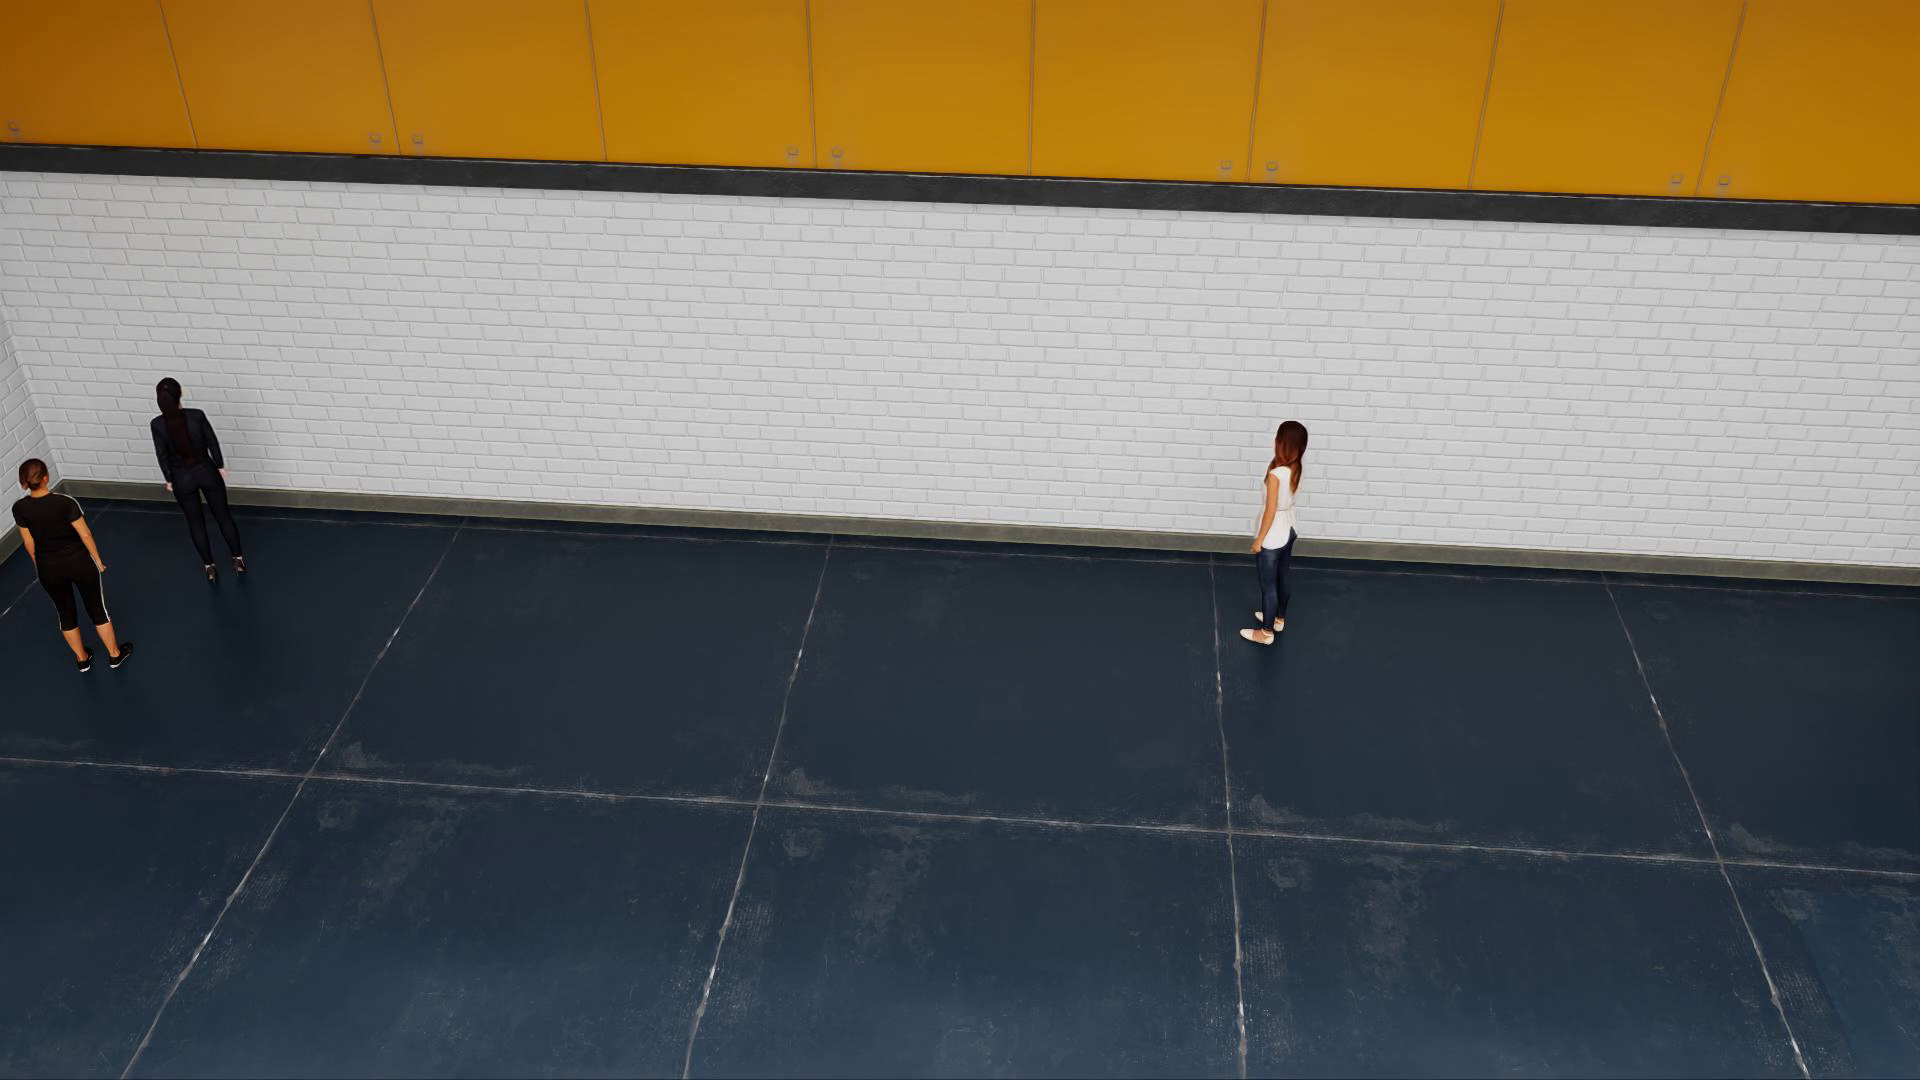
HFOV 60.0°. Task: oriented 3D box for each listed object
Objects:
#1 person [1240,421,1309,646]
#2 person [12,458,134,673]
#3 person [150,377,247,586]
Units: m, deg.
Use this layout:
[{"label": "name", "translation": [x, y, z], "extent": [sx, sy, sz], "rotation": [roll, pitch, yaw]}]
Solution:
[{"label": "person", "translation": [2.244, -0.051, 11.693], "extent": [0.727, 1.785, 0.632], "rotation": [24, 40, 31]}, {"label": "person", "translation": [-6.167, 0.168, 11.468], "extent": [0.637, 1.669, 0.593], "rotation": [-6, 34, -9]}, {"label": "person", "translation": [-5.670, -0.450, 12.360], "extent": [0.647, 1.711, 0.655], "rotation": [-15, 37, -22]}]
